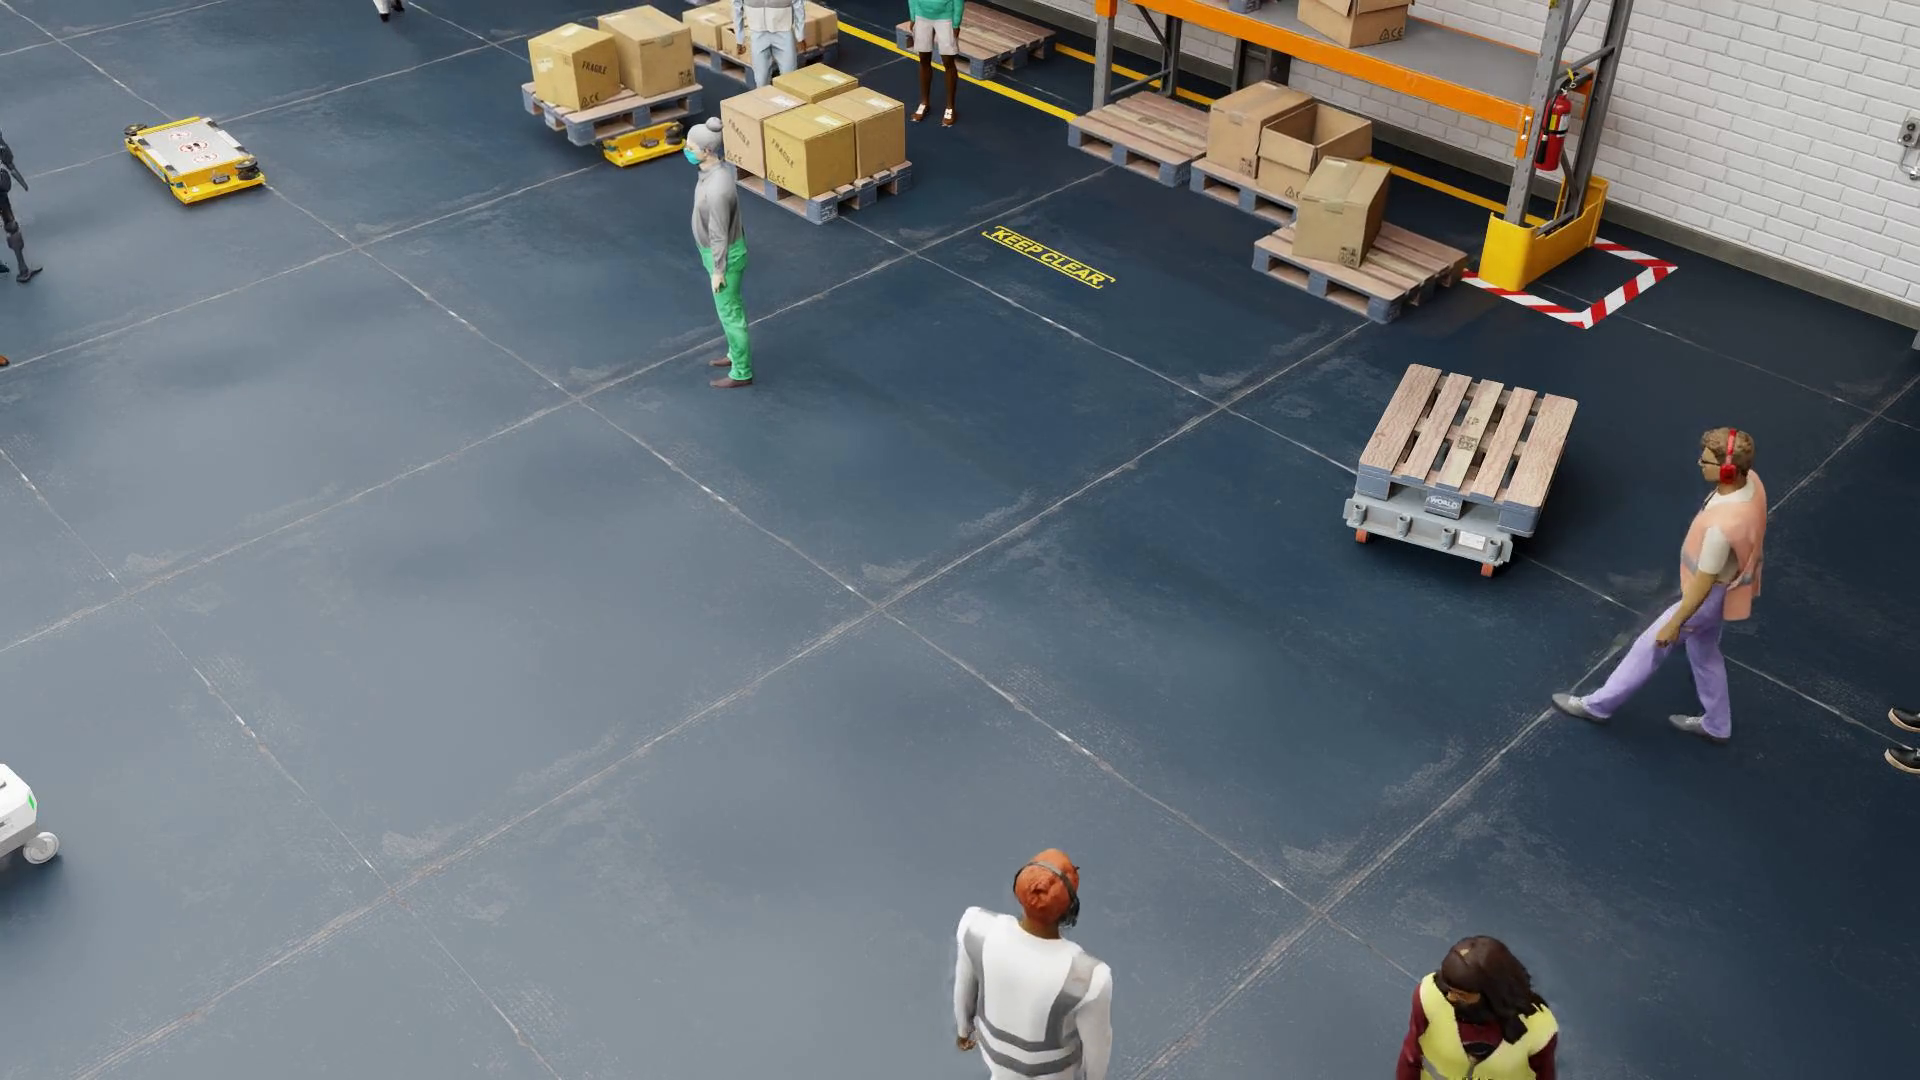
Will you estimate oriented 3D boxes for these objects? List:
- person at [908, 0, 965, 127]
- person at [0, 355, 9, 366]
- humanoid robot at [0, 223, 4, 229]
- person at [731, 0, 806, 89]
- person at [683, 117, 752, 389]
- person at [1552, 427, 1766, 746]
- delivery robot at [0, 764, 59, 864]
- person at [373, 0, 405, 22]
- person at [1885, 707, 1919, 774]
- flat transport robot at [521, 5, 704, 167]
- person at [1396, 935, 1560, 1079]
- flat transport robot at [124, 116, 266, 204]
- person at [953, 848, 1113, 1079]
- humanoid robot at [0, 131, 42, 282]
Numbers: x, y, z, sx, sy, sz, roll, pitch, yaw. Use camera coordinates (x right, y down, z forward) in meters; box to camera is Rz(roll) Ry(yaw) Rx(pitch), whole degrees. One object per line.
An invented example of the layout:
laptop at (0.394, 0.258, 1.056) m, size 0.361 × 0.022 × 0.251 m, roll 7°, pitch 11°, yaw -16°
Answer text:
person at (-0.194, -4.459, 14.133) m, size 0.496 × 1.843 × 0.404 m, roll 13°, pitch 39°, yaw 16°
person at (-6.708, -1.914, 10.744) m, size 0.390 × 1.872 × 0.561 m, roll 21°, pitch 42°, yaw 25°
humanoid robot at (-7.513, -3.100, 12.438) m, size 0.551 × 1.795 × 0.739 m, roll -17°, pitch 40°, yaw -21°
person at (-1.567, -4.188, 13.723) m, size 0.601 × 1.906 × 0.414 m, roll 0°, pitch 37°, yaw 0°
person at (-1.537, -1.842, 10.678) m, size 0.340 × 1.838 × 0.509 m, roll -7°, pitch 38°, yaw -9°
person at (3.470, 0.229, 7.988) m, size 0.845 × 1.784 × 0.622 m, roll 22°, pitch 42°, yaw 26°
delivery robot at (-4.561, 1.387, 7.476) m, size 0.499 × 0.614 × 0.791 m, roll 26°, pitch 44°, yaw 30°
person at (-5.738, -5.942, 16.151) m, size 0.576 × 1.768 × 0.454 m, roll -10°, pitch 38°, yaw -13°
person at (4.831, 0.283, 7.751) m, size 0.368 × 1.967 × 0.605 m, roll 18°, pitch 41°, yaw 23°
flat transport robot at (-2.966, -3.594, 14.291) m, size 0.659 × 0.231 × 1.431 m, roll -25°, pitch 44°, yaw -29°
person at (1.847, 1.962, 5.718) m, size 0.717 × 1.738 × 0.370 m, roll 12°, pitch 39°, yaw 15°
flat transport robot at (-6.335, -3.169, 13.728) m, size 0.659 × 0.231 × 1.431 m, roll -26°, pitch 44°, yaw -30°
person at (0.244, 1.799, 5.822) m, size 0.591 × 1.870 × 0.478 m, roll 17°, pitch 40°, yaw 22°
humanoid robot at (-7.007, -2.627, 11.837) m, size 0.599 × 1.644 × 0.361 m, roll -4°, pitch 37°, yaw -5°
